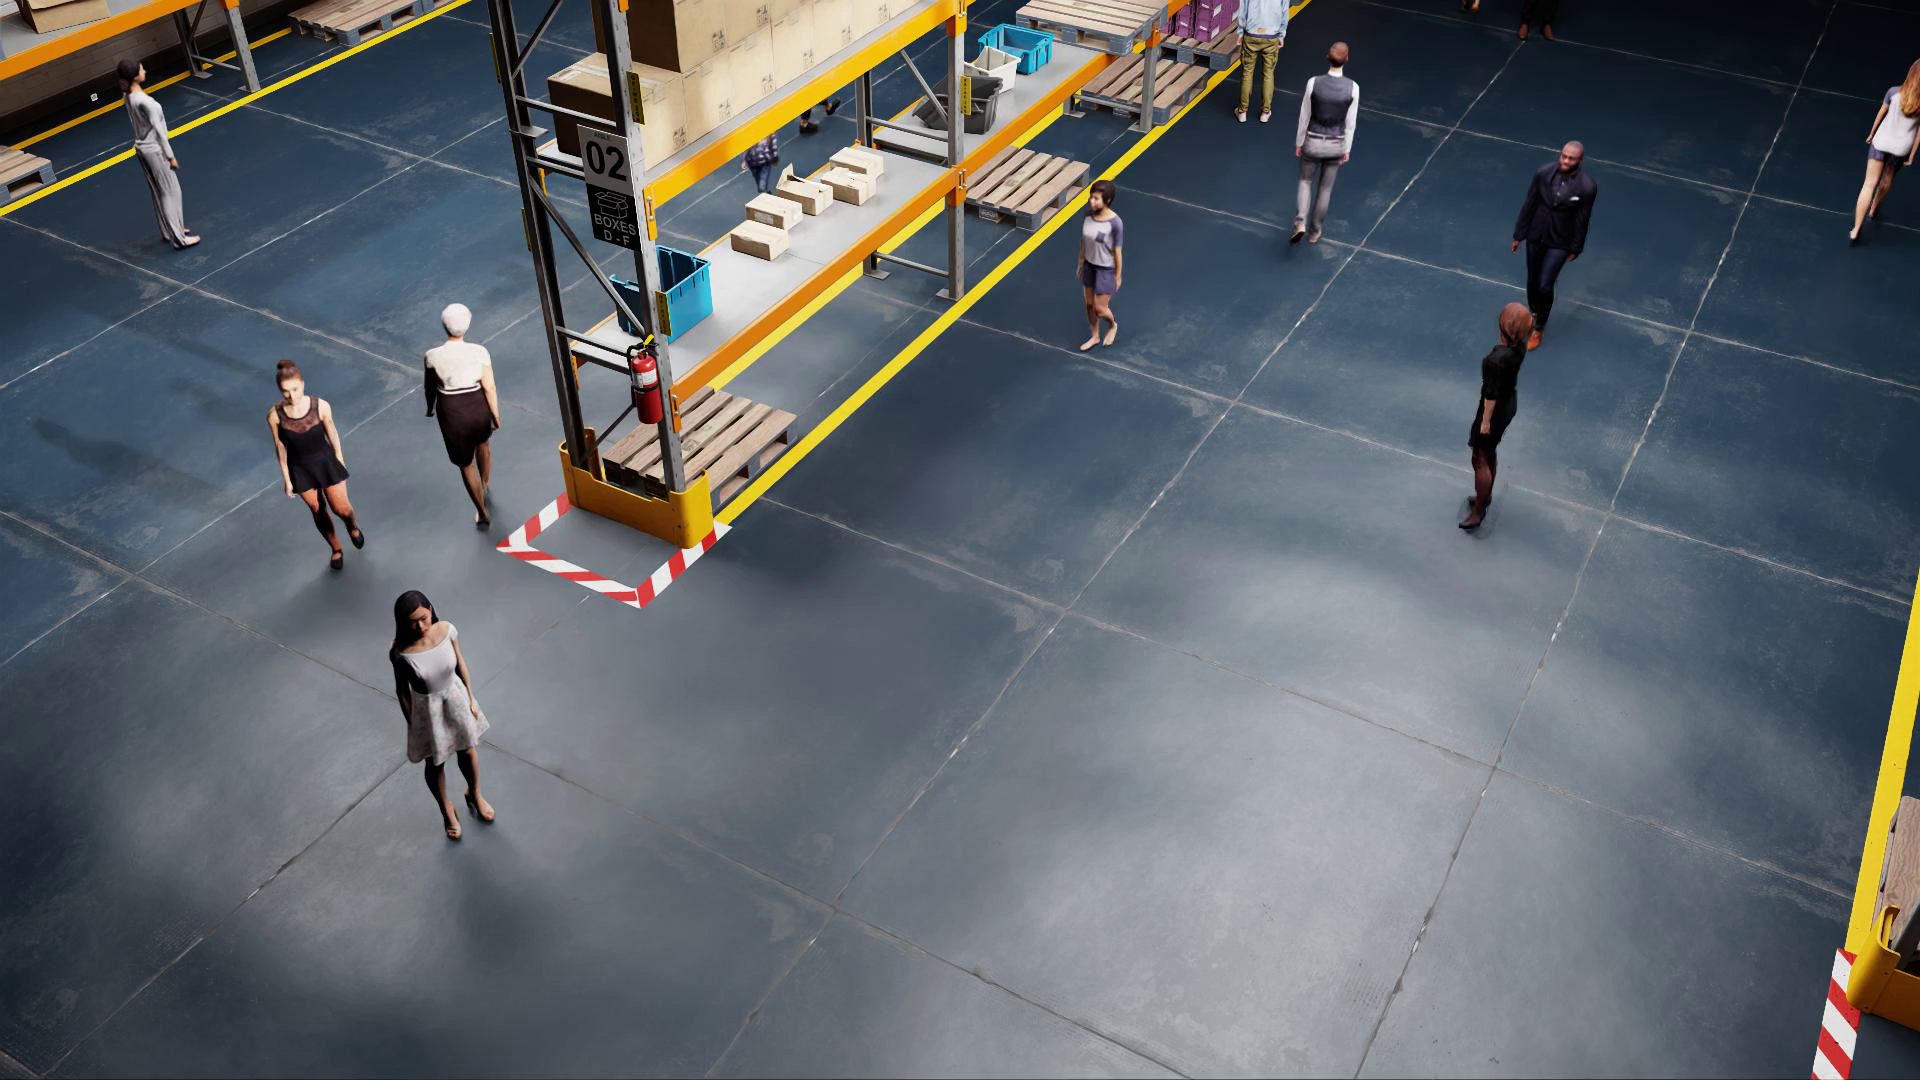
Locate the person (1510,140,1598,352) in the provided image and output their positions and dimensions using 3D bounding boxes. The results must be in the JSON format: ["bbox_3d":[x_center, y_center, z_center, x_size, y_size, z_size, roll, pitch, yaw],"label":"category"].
[{"bbox_3d":[4.974,-2.525,13.912,0.830,1.803,0.793,-30,47,-32],"label":"person"}]

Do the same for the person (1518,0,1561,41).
[{"bbox_3d":[6.818,-6.708,19.069,0.796,1.904,0.772,3,39,3],"label":"person"}]

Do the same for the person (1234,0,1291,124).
[{"bbox_3d":[3.133,-5.247,17.313,0.761,1.811,0.733,3,39,3],"label":"person"}]

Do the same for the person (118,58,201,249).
[{"bbox_3d":[-7.370,-3.532,15.199,0.606,1.770,0.635,-32,48,-33],"label":"person"}]

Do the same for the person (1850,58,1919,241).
[{"bbox_3d":[8.547,-3.563,15.310,0.642,1.679,1.084,18,42,21],"label":"person"}]

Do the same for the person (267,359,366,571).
[{"bbox_3d":[-4.491,-0.556,11.552,0.731,1.670,0.791,-10,40,-12],"label":"person"}]

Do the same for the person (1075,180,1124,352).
[{"bbox_3d":[1.216,-2.288,13.816,0.668,1.551,0.652,-30,47,-32],"label":"person"}]

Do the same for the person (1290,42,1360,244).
[{"bbox_3d":[3.288,-3.535,15.078,0.775,1.925,0.944,11,40,14],"label":"person"}]

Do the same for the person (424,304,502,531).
[{"bbox_3d":[-3.490,-0.805,11.822,0.944,1.722,0.976,-18,42,-21],"label":"person"}]

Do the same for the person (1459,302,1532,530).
[{"bbox_3d":[3.861,-0.873,11.950,0.851,1.670,0.518,15,41,18],"label":"person"}]

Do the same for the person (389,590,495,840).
[{"bbox_3d":[-2.975,0.996,9.525,0.695,1.775,0.801,-27,46,-29],"label":"person"}]
